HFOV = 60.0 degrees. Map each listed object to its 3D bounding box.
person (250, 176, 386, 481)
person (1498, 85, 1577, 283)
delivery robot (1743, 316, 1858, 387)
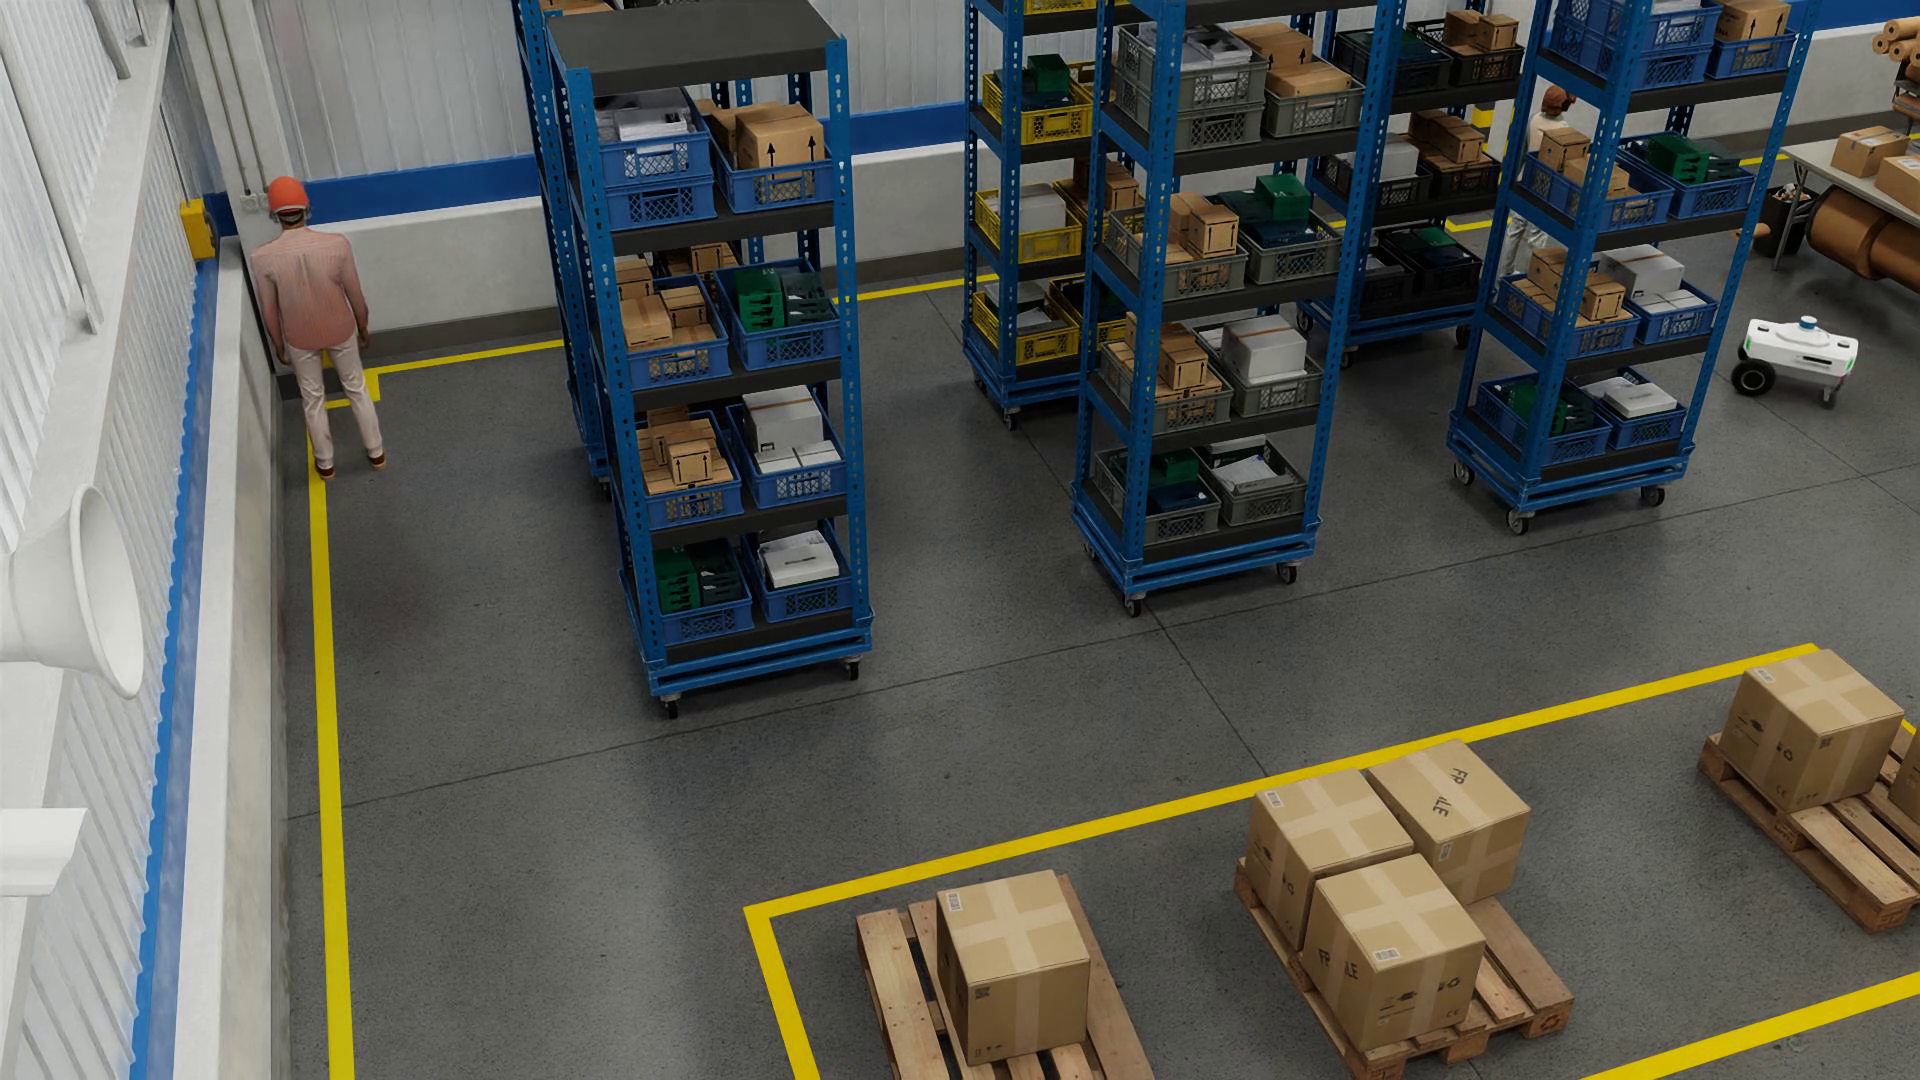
[{"bbox_3d":[-4.020,-1.323,10.436,0.616,1.983,0.422,-16,38,-21],"label":"person"},{"bbox_3d":[4.407,-2.669,12.634,0.310,1.642,0.514,-19,39,-25],"label":"person"},{"bbox_3d":[5.848,-1.325,11.588,0.707,0.478,0.477,16,38,21],"label":"delivery robot"}]
